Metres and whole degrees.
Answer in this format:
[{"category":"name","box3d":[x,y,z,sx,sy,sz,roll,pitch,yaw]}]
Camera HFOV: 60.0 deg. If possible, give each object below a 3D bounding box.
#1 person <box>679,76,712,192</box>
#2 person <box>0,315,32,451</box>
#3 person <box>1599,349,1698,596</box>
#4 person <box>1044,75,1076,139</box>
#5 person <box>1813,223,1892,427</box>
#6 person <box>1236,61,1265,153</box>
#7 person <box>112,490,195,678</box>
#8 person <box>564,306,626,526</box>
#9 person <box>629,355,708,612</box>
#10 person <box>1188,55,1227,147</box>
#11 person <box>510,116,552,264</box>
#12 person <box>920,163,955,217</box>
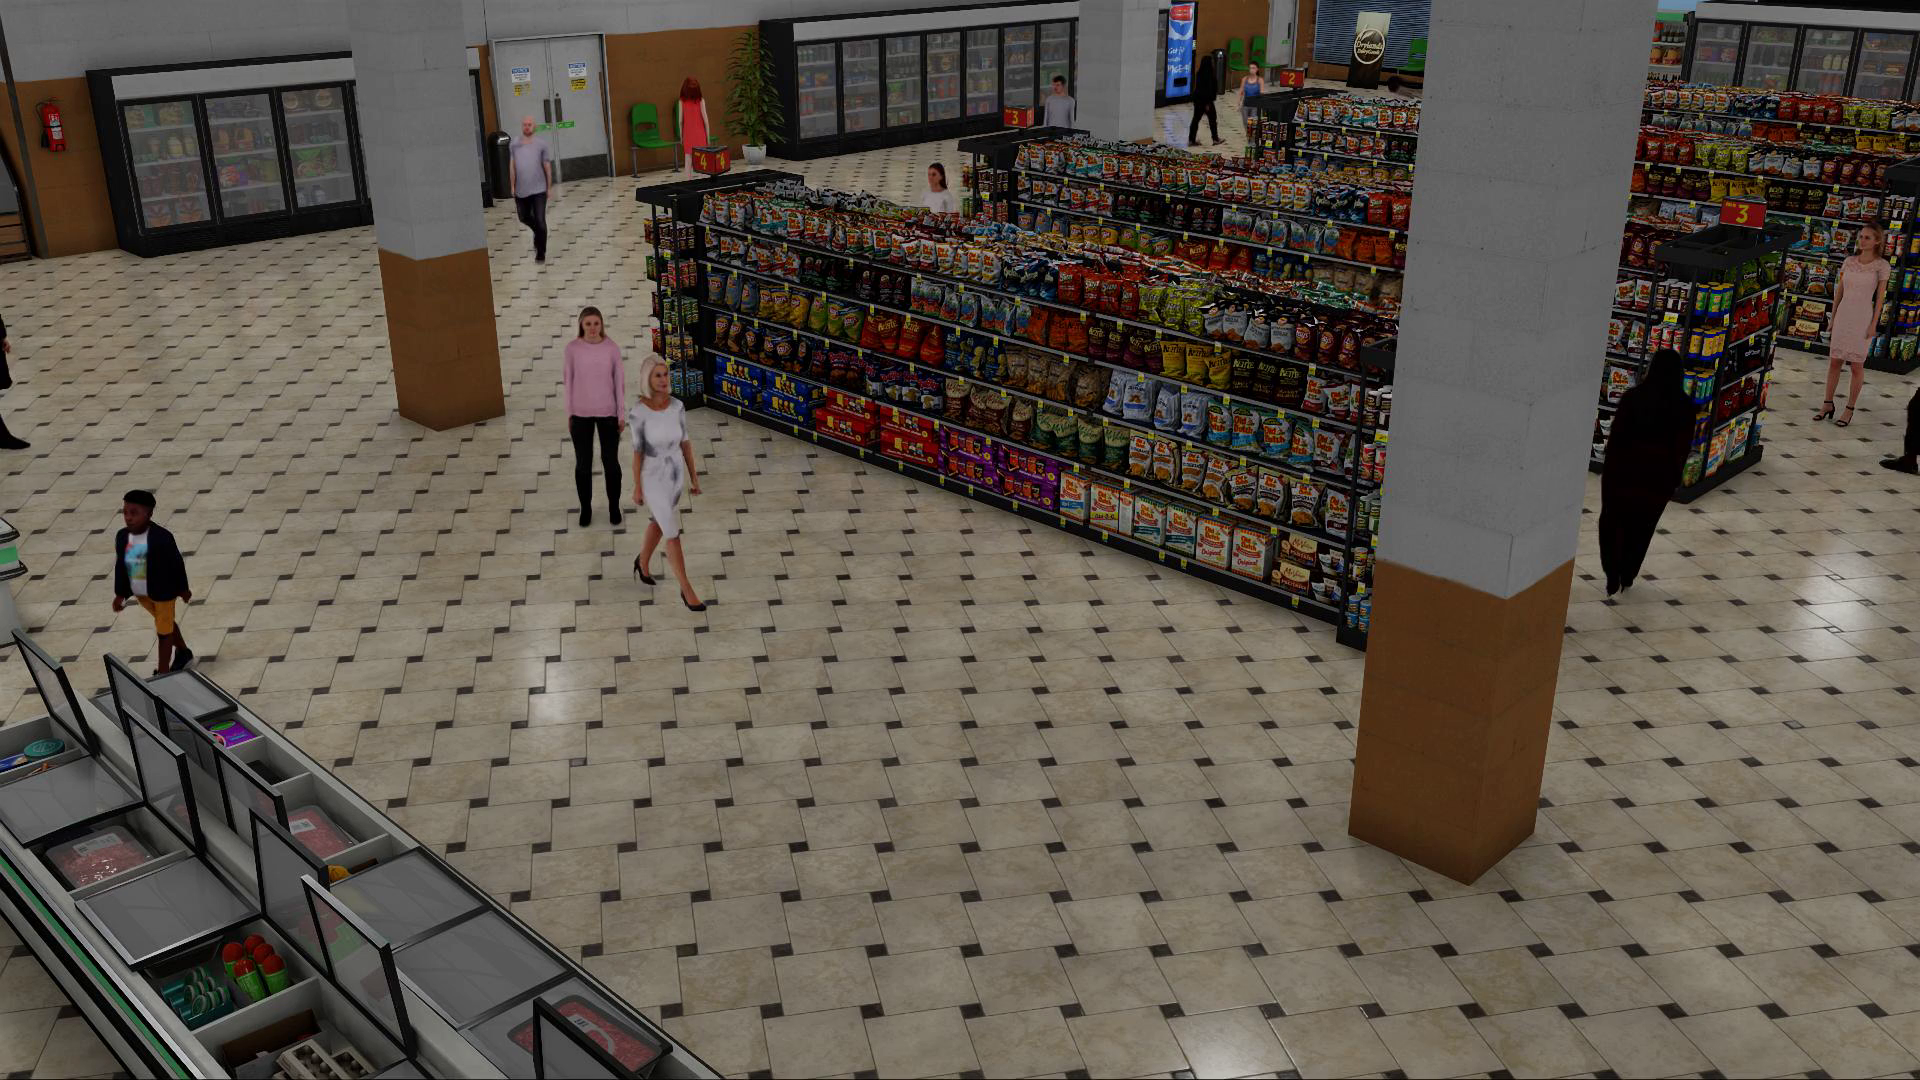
[{"category":"person","box3d":[-4.035,-6.107,25.267,0.647,1.828,0.730,2,22,5]},{"category":"person","box3d":[-8.442,-1.688,14.207,1.116,1.874,1.010,4,22,9]},{"category":"person","box3d":[4.587,-0.393,11.167,0.989,1.737,0.992,4,22,11]},{"category":"person","box3d":[1.498,-6.116,25.263,0.650,1.846,0.772,6,23,15]},{"category":"person","box3d":[7.992,-1.922,14.849,0.670,1.829,0.498,-15,26,-32]},{"category":"person","box3d":[5.168,-7.653,29.436,0.815,1.588,0.765,13,25,29]},{"category":"person","box3d":[-4.891,0.264,10.190,0.850,1.245,0.852,4,22,10]},{"category":"person","box3d":[-2.764,-0.962,12.649,0.704,1.687,0.740,-3,22,-9]},{"category":"person","box3d":[-2.058,-0.398,11.218,1.062,1.707,0.612,19,29,39]},{"category":"person","box3d":[4.342,-7.909,30.077,0.924,1.585,0.984,-11,24,-25]},{"category":"person","box3d":[-5.464,-4.498,21.279,1.102,1.814,1.128,1,22,3]},{"category":"person","box3d":[-0.214,-3.384,18.731,1.042,1.648,0.738,17,27,36]}]
